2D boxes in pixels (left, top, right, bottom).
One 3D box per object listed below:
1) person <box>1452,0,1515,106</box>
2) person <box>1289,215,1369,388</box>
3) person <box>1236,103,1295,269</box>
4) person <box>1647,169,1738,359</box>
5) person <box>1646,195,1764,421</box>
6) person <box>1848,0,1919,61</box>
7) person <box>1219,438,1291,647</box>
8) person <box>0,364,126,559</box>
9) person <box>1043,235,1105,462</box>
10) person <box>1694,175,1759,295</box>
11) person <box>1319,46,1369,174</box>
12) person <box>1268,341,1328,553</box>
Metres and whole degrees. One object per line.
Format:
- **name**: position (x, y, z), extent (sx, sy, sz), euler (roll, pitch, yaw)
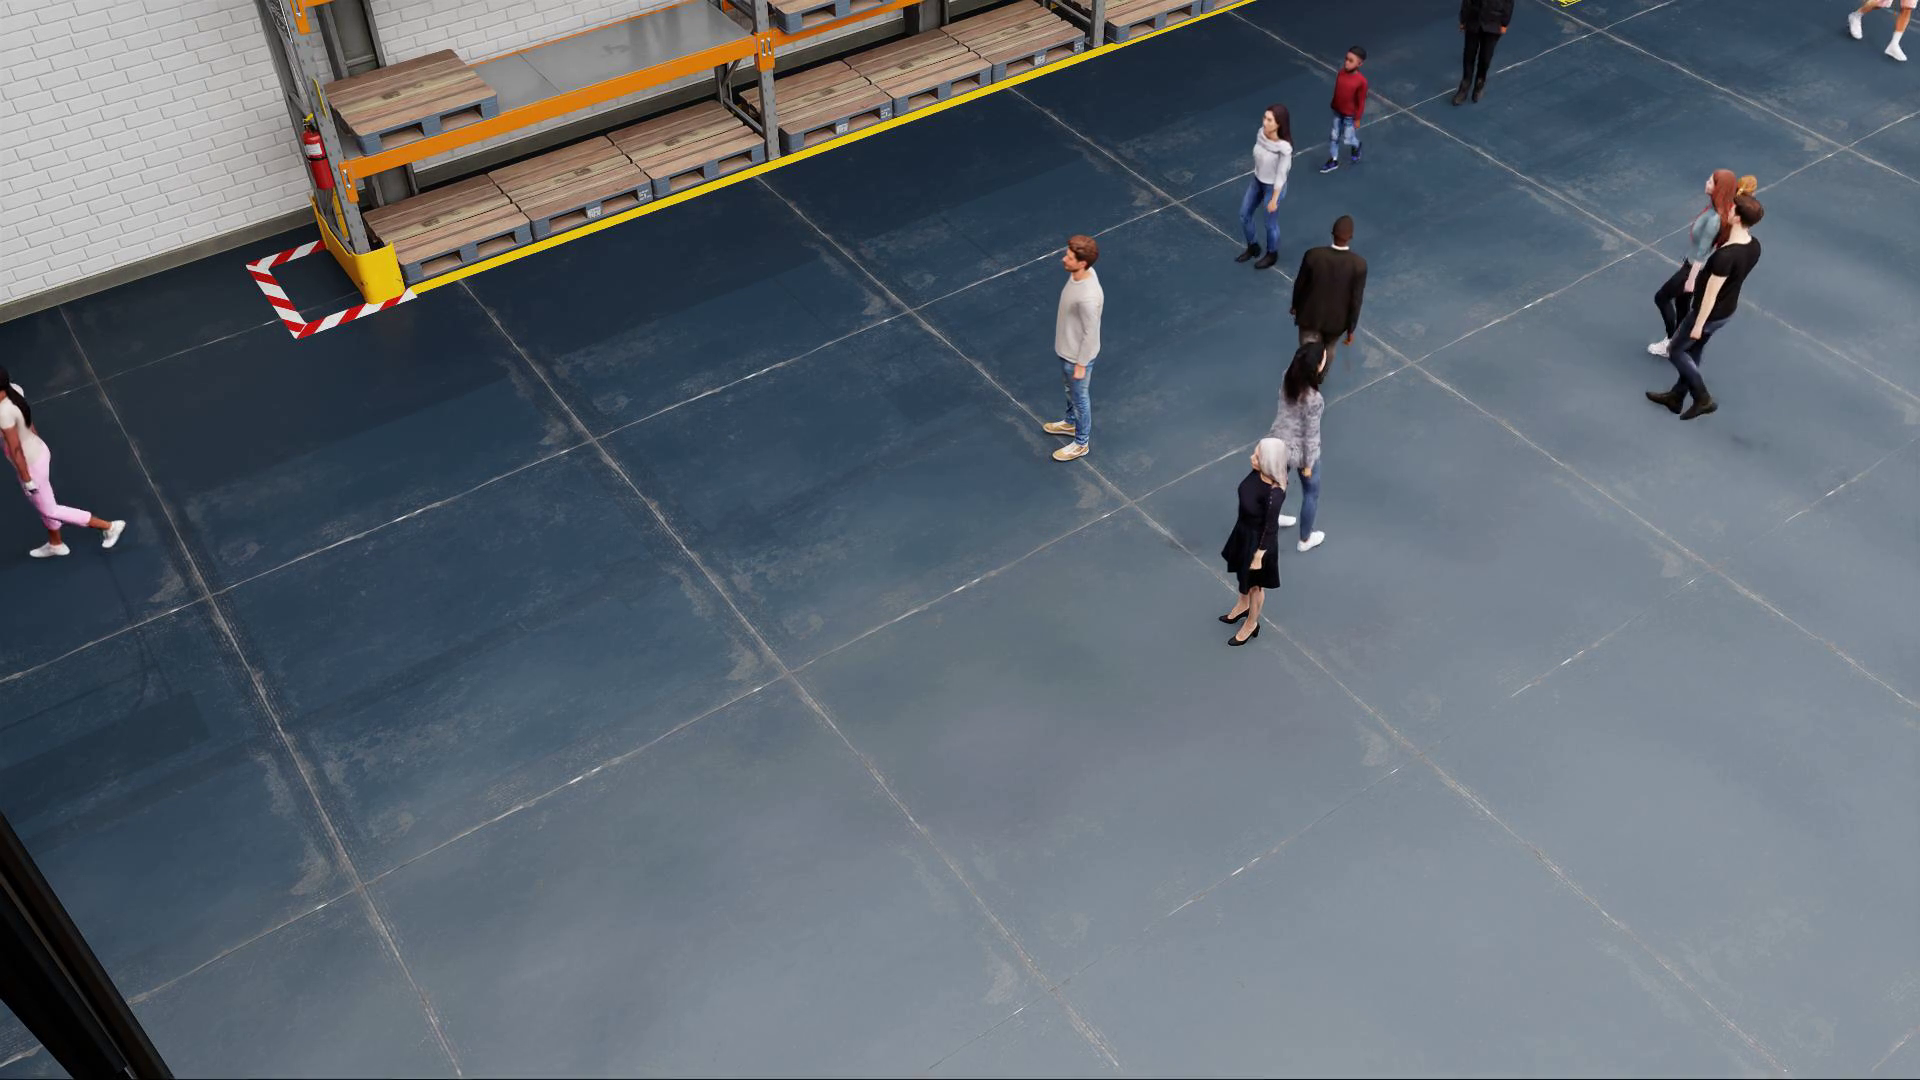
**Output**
- **person**: position (5.196, -5.151, 16.370), extent (0.731, 1.764, 0.748), euler (25, 49, 24)
- **person**: position (2.753, -1.608, 12.661), extent (1.155, 1.749, 1.253), euler (10, 44, 10)
- **person**: position (2.714, -3.037, 14.260), extent (0.657, 1.613, 0.663), euler (-19, 47, -19)
- **person**: position (5.920, -2.121, 13.216), extent (0.763, 1.727, 0.668), euler (23, 48, 22)
- **person**: position (5.793, -1.698, 12.665), extent (0.800, 1.875, 0.788), euler (35, 53, 31)
- **person**: position (9.720, -5.922, 17.178), extent (1.129, 1.765, 0.984), euler (-8, 44, -8)
- **person**: position (1.938, 0.007, 10.968), extent (0.711, 1.746, 0.696), euler (-5, 44, -5)
- **person**: position (-6.360, -0.536, 11.550), extent (1.027, 1.729, 0.798), euler (-11, 45, -11)
- **person**: position (0.873, -1.440, 12.372), extent (0.733, 1.904, 0.754), euler (-7, 44, -7)
- **person**: position (6.295, -2.422, 13.852), extent (0.663, 1.286, 0.966), euler (27, 50, 25)
- **person**: position (3.657, -4.043, 15.581), extent (0.689, 1.247, 0.550), euler (-32, 52, -29)
- **person**: position (2.291, -0.683, 11.707), extent (0.666, 1.726, 0.678), euler (-17, 46, -17)
